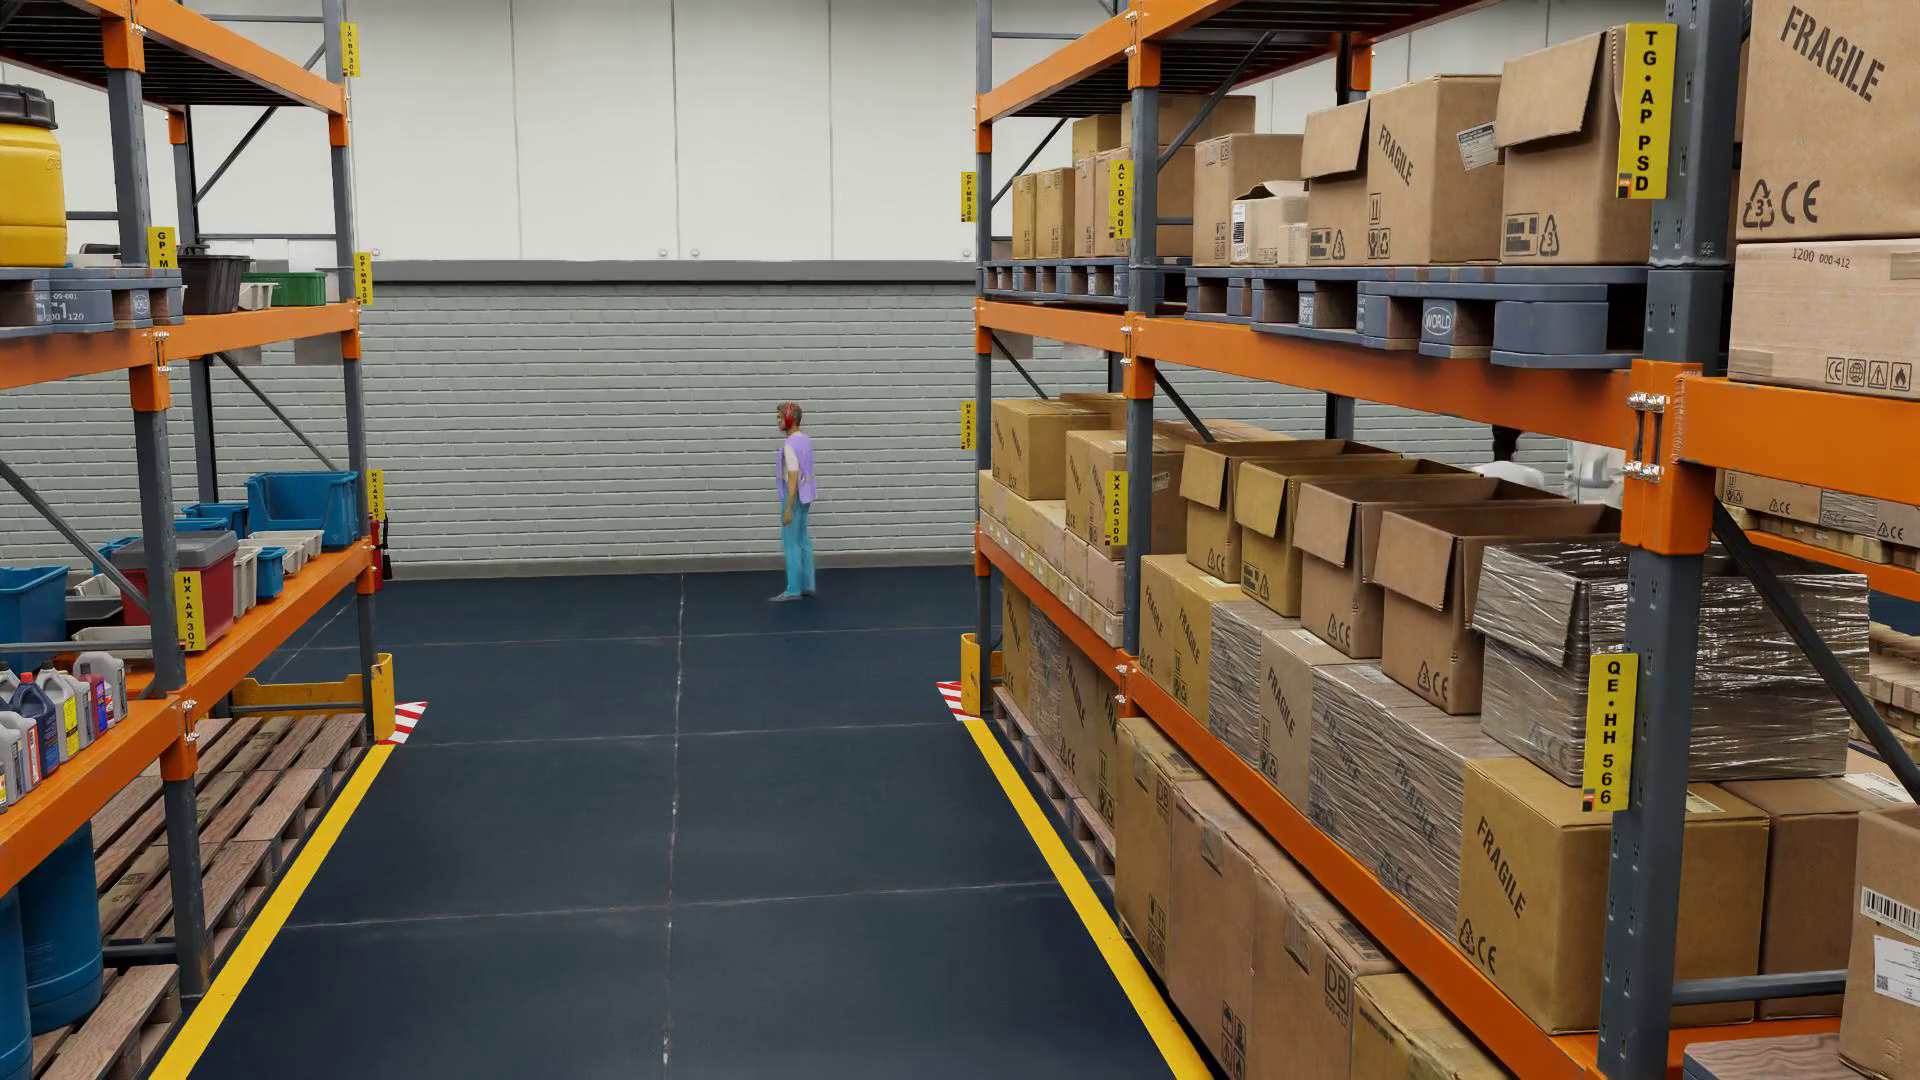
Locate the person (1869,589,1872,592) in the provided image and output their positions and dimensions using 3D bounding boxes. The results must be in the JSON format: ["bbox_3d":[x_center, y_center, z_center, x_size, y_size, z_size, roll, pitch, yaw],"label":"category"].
[{"bbox_3d":[6.217,0.232,11.637,0.510,1.860,0.333,-4,10,-25],"label":"person"}]

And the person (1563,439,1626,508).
[{"bbox_3d":[5.370,-0.250,14.171,0.531,2.002,0.654,-3,10,-19],"label":"person"}]

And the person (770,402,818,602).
[{"bbox_3d":[-1.507,-0.350,15.260,0.382,1.844,0.571,1,9,8],"label":"person"}]

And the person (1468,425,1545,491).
[{"bbox_3d":[4.021,0.062,12.417,0.618,1.943,0.512,3,10,20],"label":"person"}]
